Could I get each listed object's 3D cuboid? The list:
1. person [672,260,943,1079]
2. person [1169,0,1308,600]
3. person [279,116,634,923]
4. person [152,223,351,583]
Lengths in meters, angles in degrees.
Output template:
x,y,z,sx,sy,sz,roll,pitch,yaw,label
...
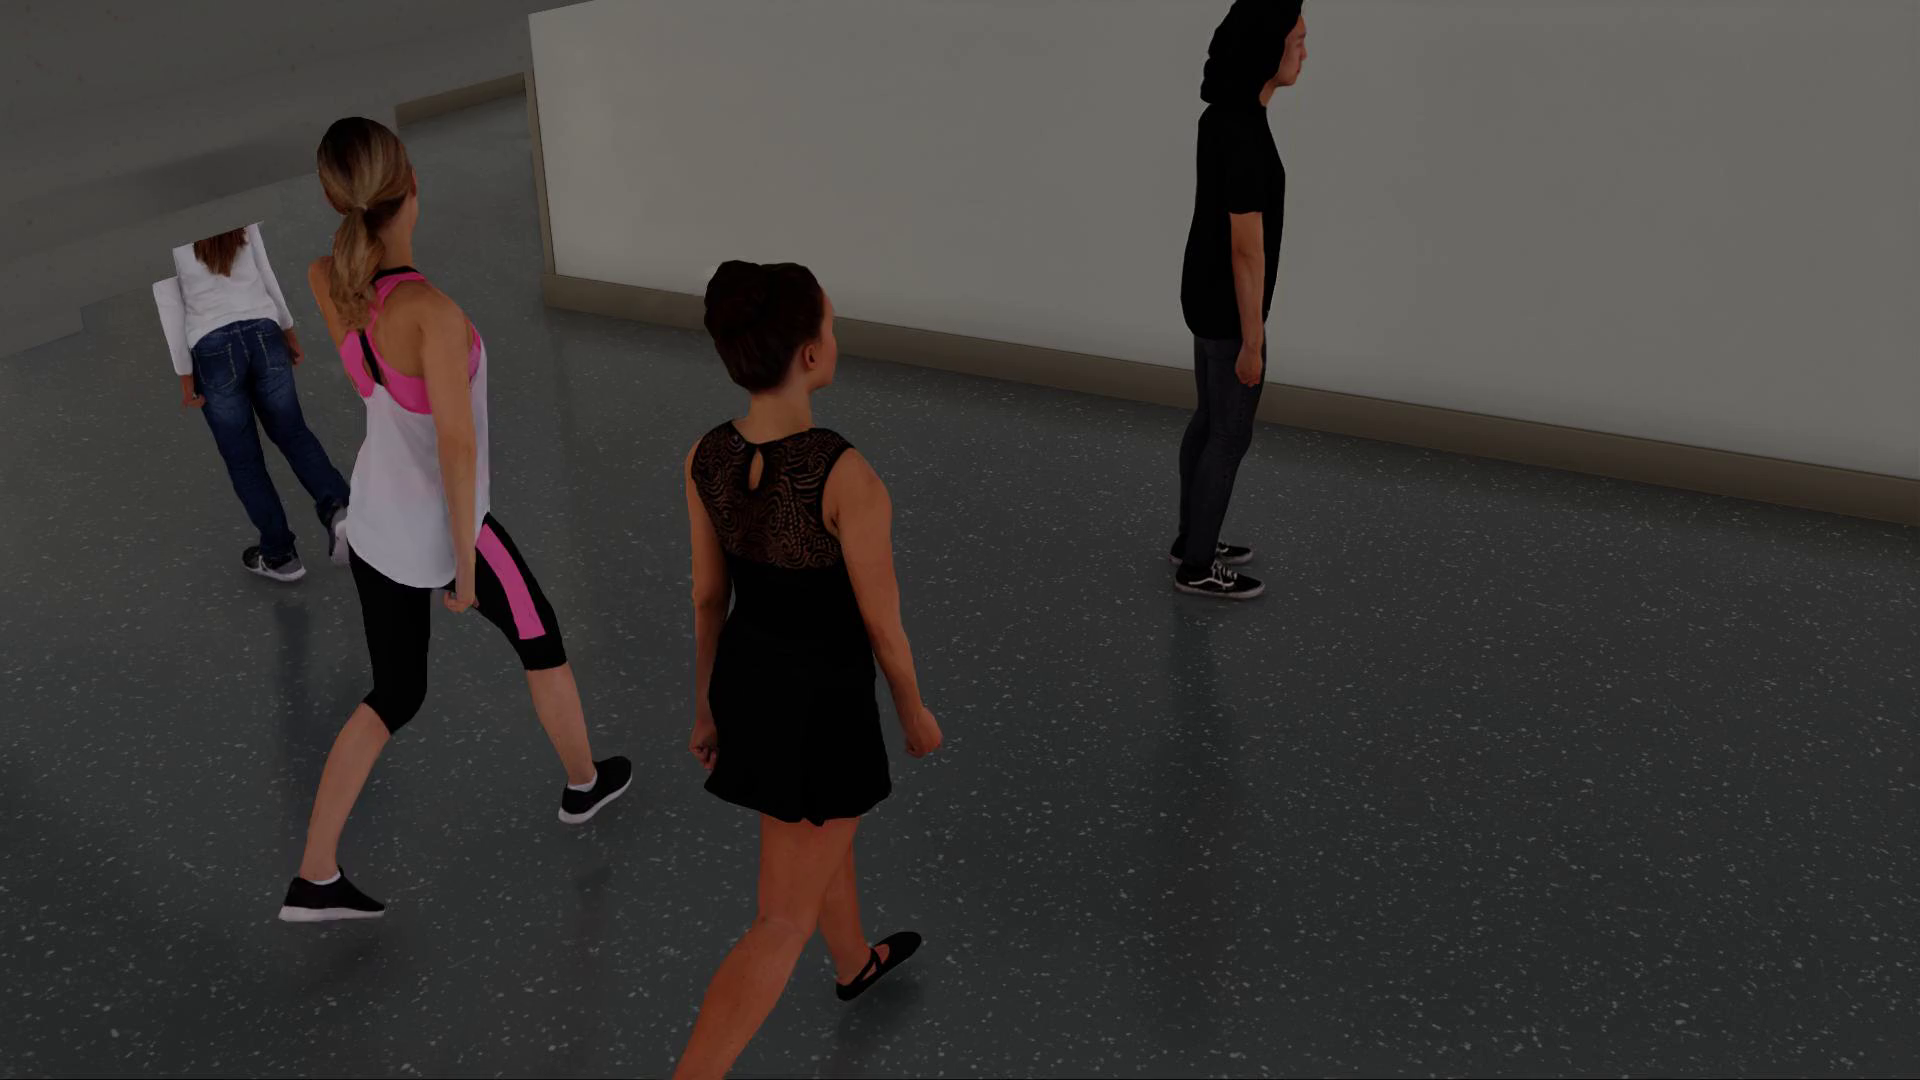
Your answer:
x,y,z,sx,sy,sz,roll,pitch,yaw,label
-0.346,0.353,2.959,1.065,1.643,0.811,20,32,35,person
0.783,-0.704,4.926,0.701,1.826,0.708,-1,26,-3,person
-1.203,0.054,3.495,1.108,1.716,0.678,15,30,29,person
-2.112,-0.530,4.920,0.860,1.532,0.691,23,34,39,person
